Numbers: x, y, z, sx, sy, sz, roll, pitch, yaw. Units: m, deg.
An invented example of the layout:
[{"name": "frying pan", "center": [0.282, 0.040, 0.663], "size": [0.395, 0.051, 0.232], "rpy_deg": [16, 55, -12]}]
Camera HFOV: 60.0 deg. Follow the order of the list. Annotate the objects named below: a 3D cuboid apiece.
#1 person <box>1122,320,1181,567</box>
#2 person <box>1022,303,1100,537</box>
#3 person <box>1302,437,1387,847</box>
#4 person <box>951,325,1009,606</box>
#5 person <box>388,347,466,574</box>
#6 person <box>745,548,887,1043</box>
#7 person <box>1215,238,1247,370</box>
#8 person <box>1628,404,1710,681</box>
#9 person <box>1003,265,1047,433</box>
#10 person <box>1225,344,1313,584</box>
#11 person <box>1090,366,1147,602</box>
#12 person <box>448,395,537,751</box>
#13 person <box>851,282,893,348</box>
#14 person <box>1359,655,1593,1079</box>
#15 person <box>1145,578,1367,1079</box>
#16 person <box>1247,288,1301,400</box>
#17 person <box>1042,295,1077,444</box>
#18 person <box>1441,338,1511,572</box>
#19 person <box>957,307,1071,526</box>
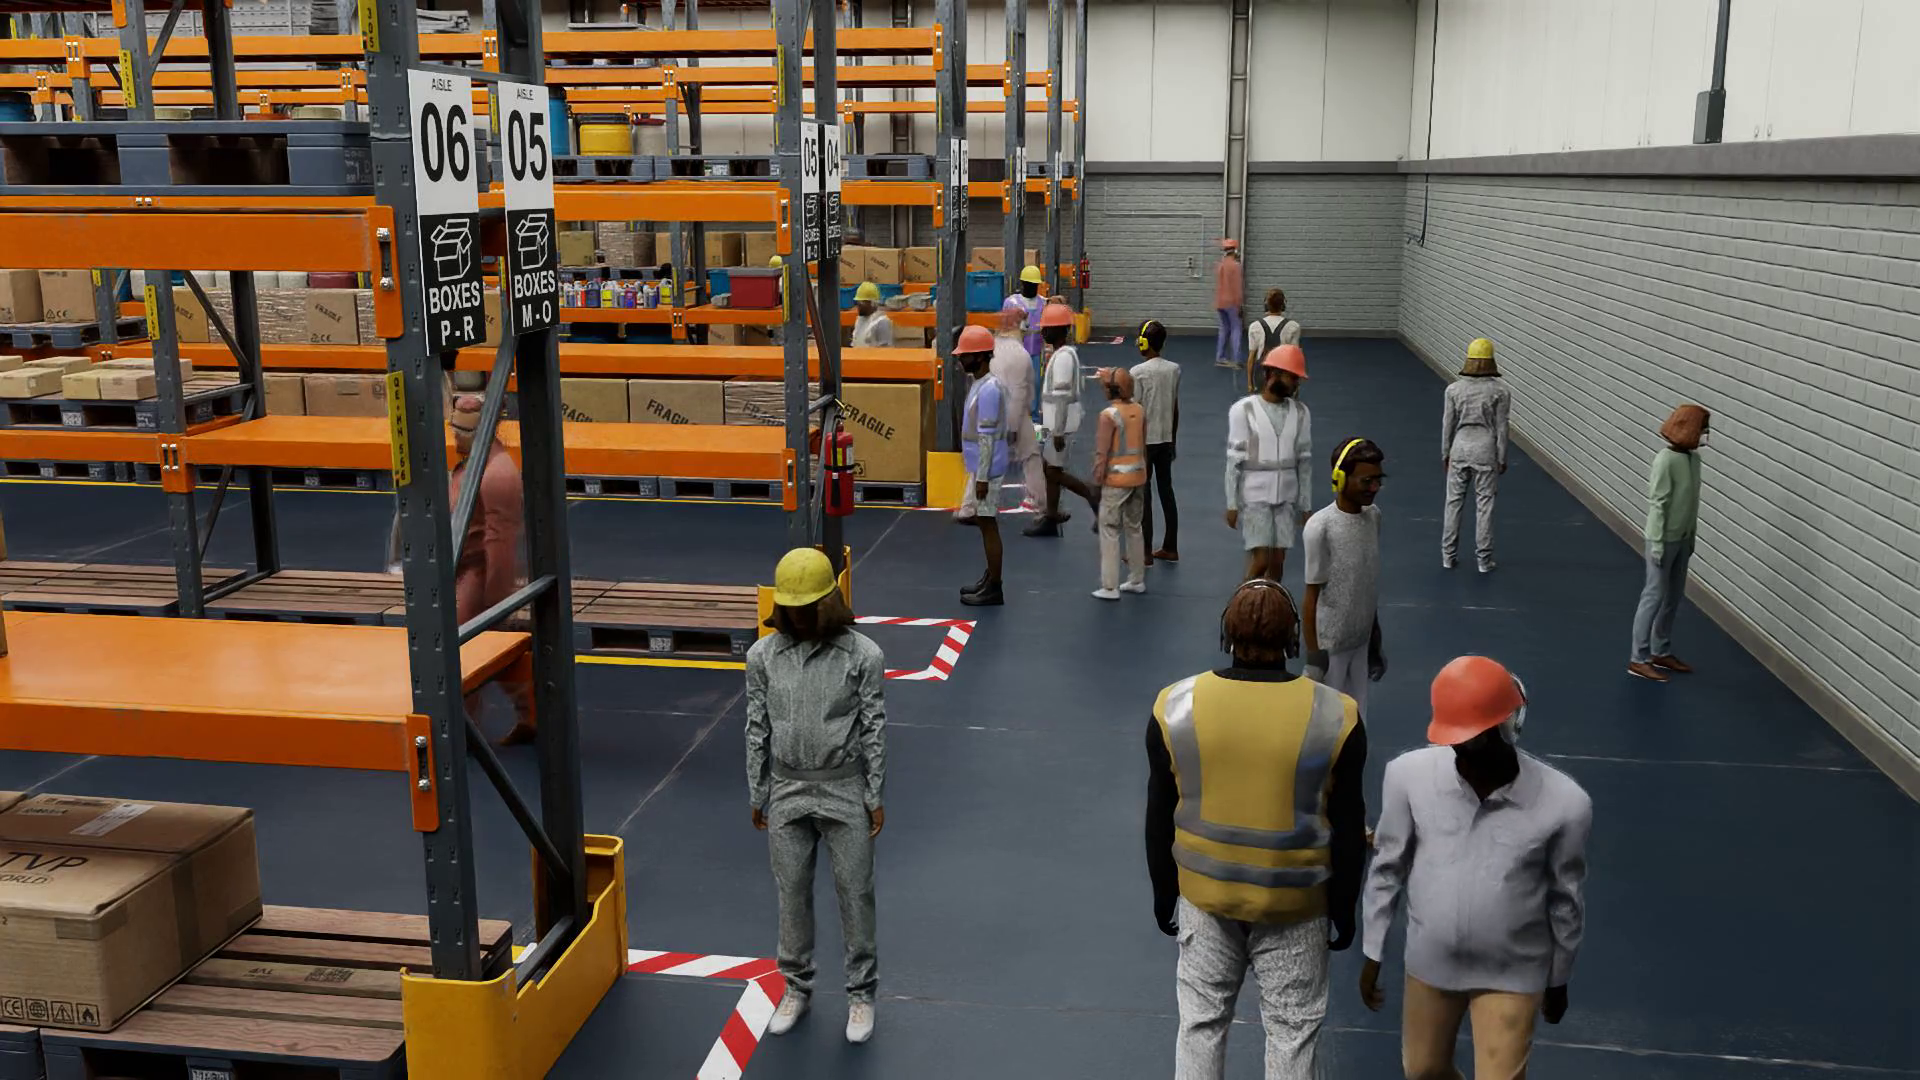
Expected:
[{"name": "person", "center": [1.450, -0.727, 12.577], "size": [0.508, 1.862, 0.324], "rpy_deg": [-9, 15, -35]}, {"name": "person", "center": [0.883, -0.940, 13.397], "size": [0.681, 1.922, 0.547], "rpy_deg": [1, 13, 3]}, {"name": "person", "center": [1.665, 0.472, 7.178], "size": [0.525, 1.856, 0.344], "rpy_deg": [-12, 17, -42]}, {"name": "person", "center": [0.135, -0.506, 11.428], "size": [0.388, 1.929, 0.539], "rpy_deg": [-1, 13, -6]}, {"name": "person", "center": [-3.931, -0.654, 12.215], "size": [0.692, 1.884, 0.608], "rpy_deg": [1, 13, 3]}, {"name": "person", "center": [-0.494, 0.868, 5.664], "size": [0.489, 1.731, 0.320], "rpy_deg": [2, 13, 8]}, {"name": "person", "center": [4.097, -3.570, 25.173], "size": [0.412, 1.964, 0.661], "rpy_deg": [-6, 14, -24]}, {"name": "person", "center": [4.186, 0.009, 9.784], "size": [0.505, 1.628, 0.280], "rpy_deg": [-11, 17, -41]}, {"name": "person", "center": [0.769, -2.144, 18.840], "size": [0.594, 1.917, 0.397], "rpy_deg": [-6, 14, -24]}, {"name": "person", "center": [1.942, -0.239, 10.258], "size": [0.573, 1.907, 0.511], "rpy_deg": [-4, 13, -16]}, {"name": "person", "center": [1.133, -0.390, 11.577], "size": [0.325, 1.630, 0.535], "rpy_deg": [10, 16, 39]}, {"name": "person", "center": [-2.419, 0.188, 8.429], "size": [0.660, 1.871, 0.717], "rpy_deg": [-6, 14, -23]}, {"name": "person", "center": [-0.916, -1.819, 17.593], "size": [0.474, 1.815, 0.610], "rpy_deg": [-7, 15, -30]}, {"name": "person", "center": [1.422, 1.113, 4.586], "size": [0.575, 1.714, 0.699], "rpy_deg": [7, 14, 28]}, {"name": "person", "center": [0.843, 1.011, 4.792], "size": [0.627, 1.837, 0.428], "rpy_deg": [4, 13, 19]}, {"name": "person", "center": [3.058, -1.532, 16.258], "size": [0.504, 1.839, 0.350], "rpy_deg": [4, 13, 18]}, {"name": "person", "center": [1.090, -1.858, 18.202], "size": [0.313, 1.630, 0.524], "rpy_deg": [-9, 15, -35]}, {"name": "person", "center": [3.851, -0.635, 12.444], "size": [0.487, 1.738, 0.321], "rpy_deg": [8, 15, 32]}, {"name": "person", "center": [0.410, -1.025, 13.937], "size": [0.954, 1.851, 0.632], "rpy_deg": [-7, 14, -29]}]
